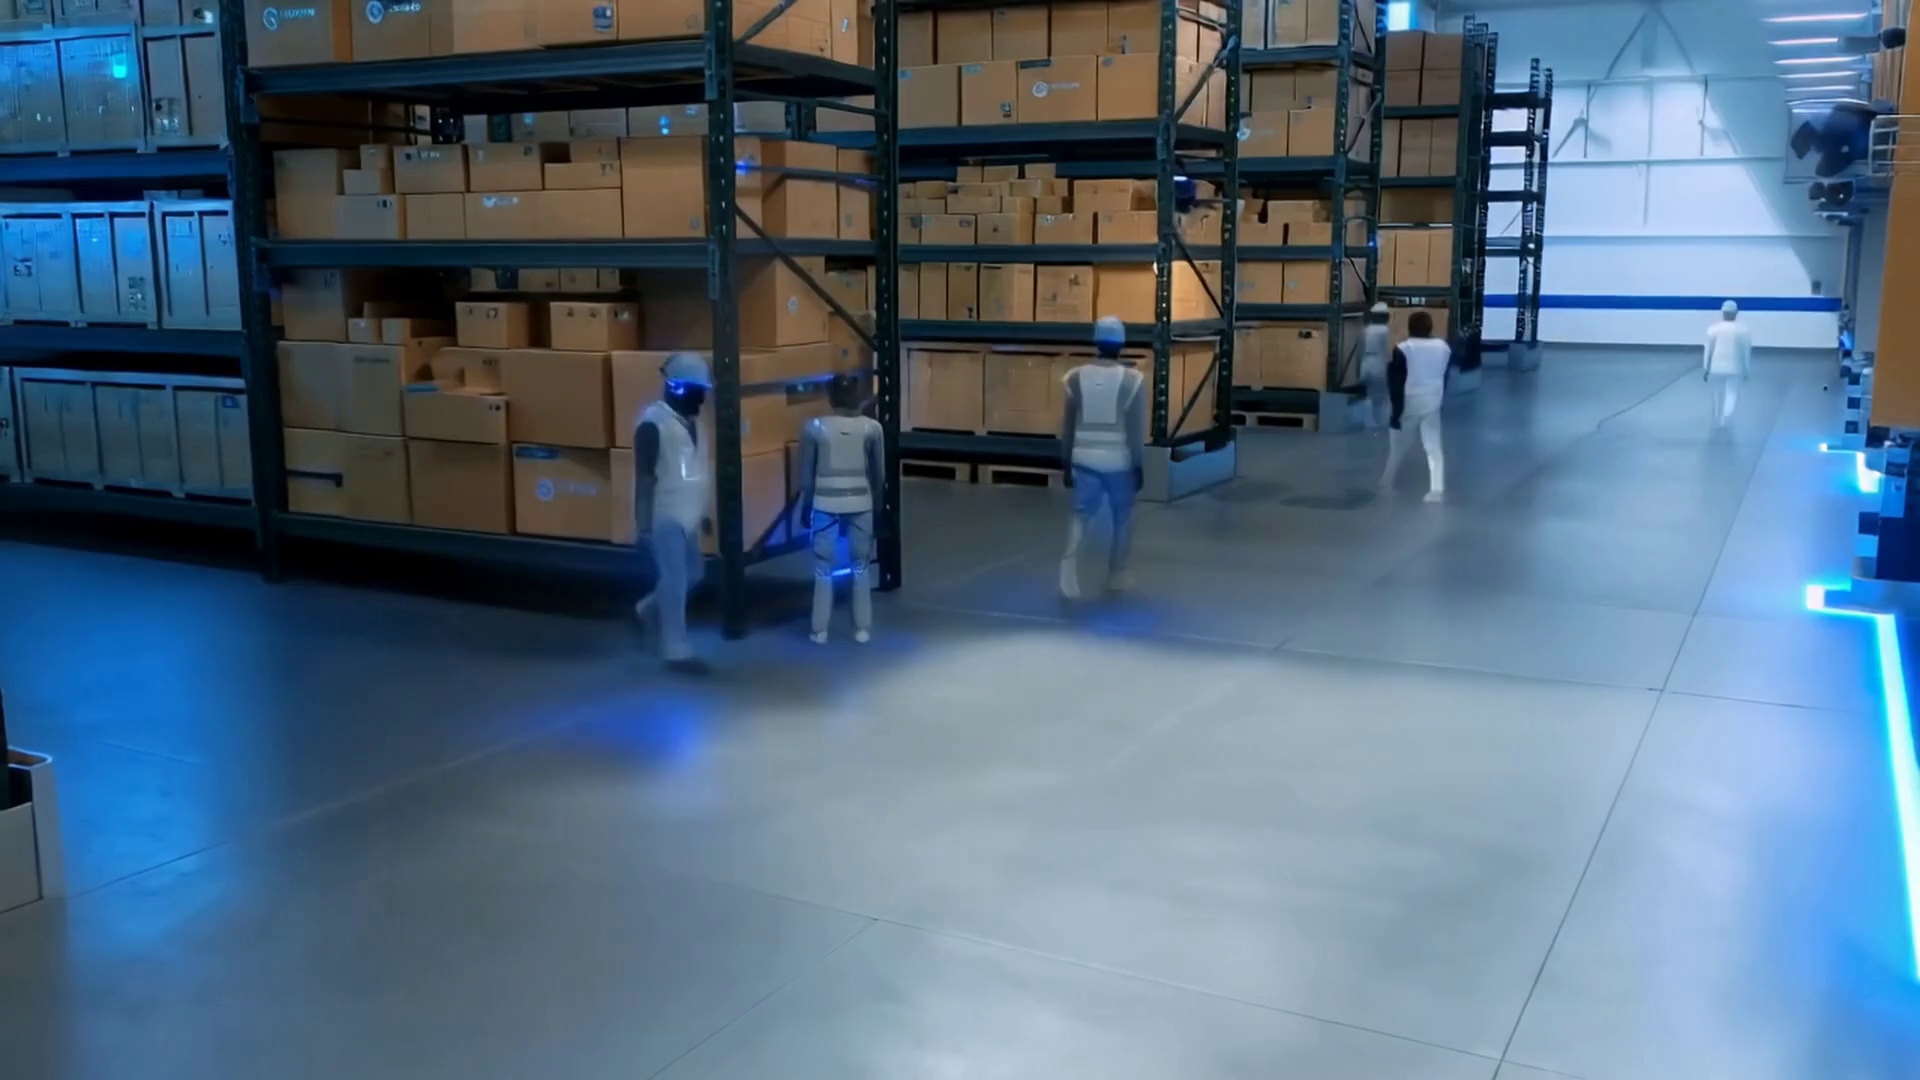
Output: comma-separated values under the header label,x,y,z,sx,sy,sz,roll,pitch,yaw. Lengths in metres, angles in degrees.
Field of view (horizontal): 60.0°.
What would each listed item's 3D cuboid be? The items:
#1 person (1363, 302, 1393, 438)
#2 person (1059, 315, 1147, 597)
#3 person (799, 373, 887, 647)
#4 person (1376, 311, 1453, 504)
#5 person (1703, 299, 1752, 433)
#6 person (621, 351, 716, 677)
label,x,y,z,sx,sy,sz,roll,pitch,yaw
person,5.290,-2.125,20.957,0.466,1.707,0.543,-3,10,-15
person,0.944,-0.550,11.220,0.616,1.922,0.812,4,11,23
person,-0.691,-0.173,9.879,0.522,1.632,0.317,-2,10,-13
person,4.302,-1.250,15.640,0.646,1.792,0.953,-3,10,-15
person,9.881,-2.231,21.455,0.579,1.735,0.573,5,11,28
person,-1.641,-0.147,9.222,0.620,1.803,0.617,4,10,20
